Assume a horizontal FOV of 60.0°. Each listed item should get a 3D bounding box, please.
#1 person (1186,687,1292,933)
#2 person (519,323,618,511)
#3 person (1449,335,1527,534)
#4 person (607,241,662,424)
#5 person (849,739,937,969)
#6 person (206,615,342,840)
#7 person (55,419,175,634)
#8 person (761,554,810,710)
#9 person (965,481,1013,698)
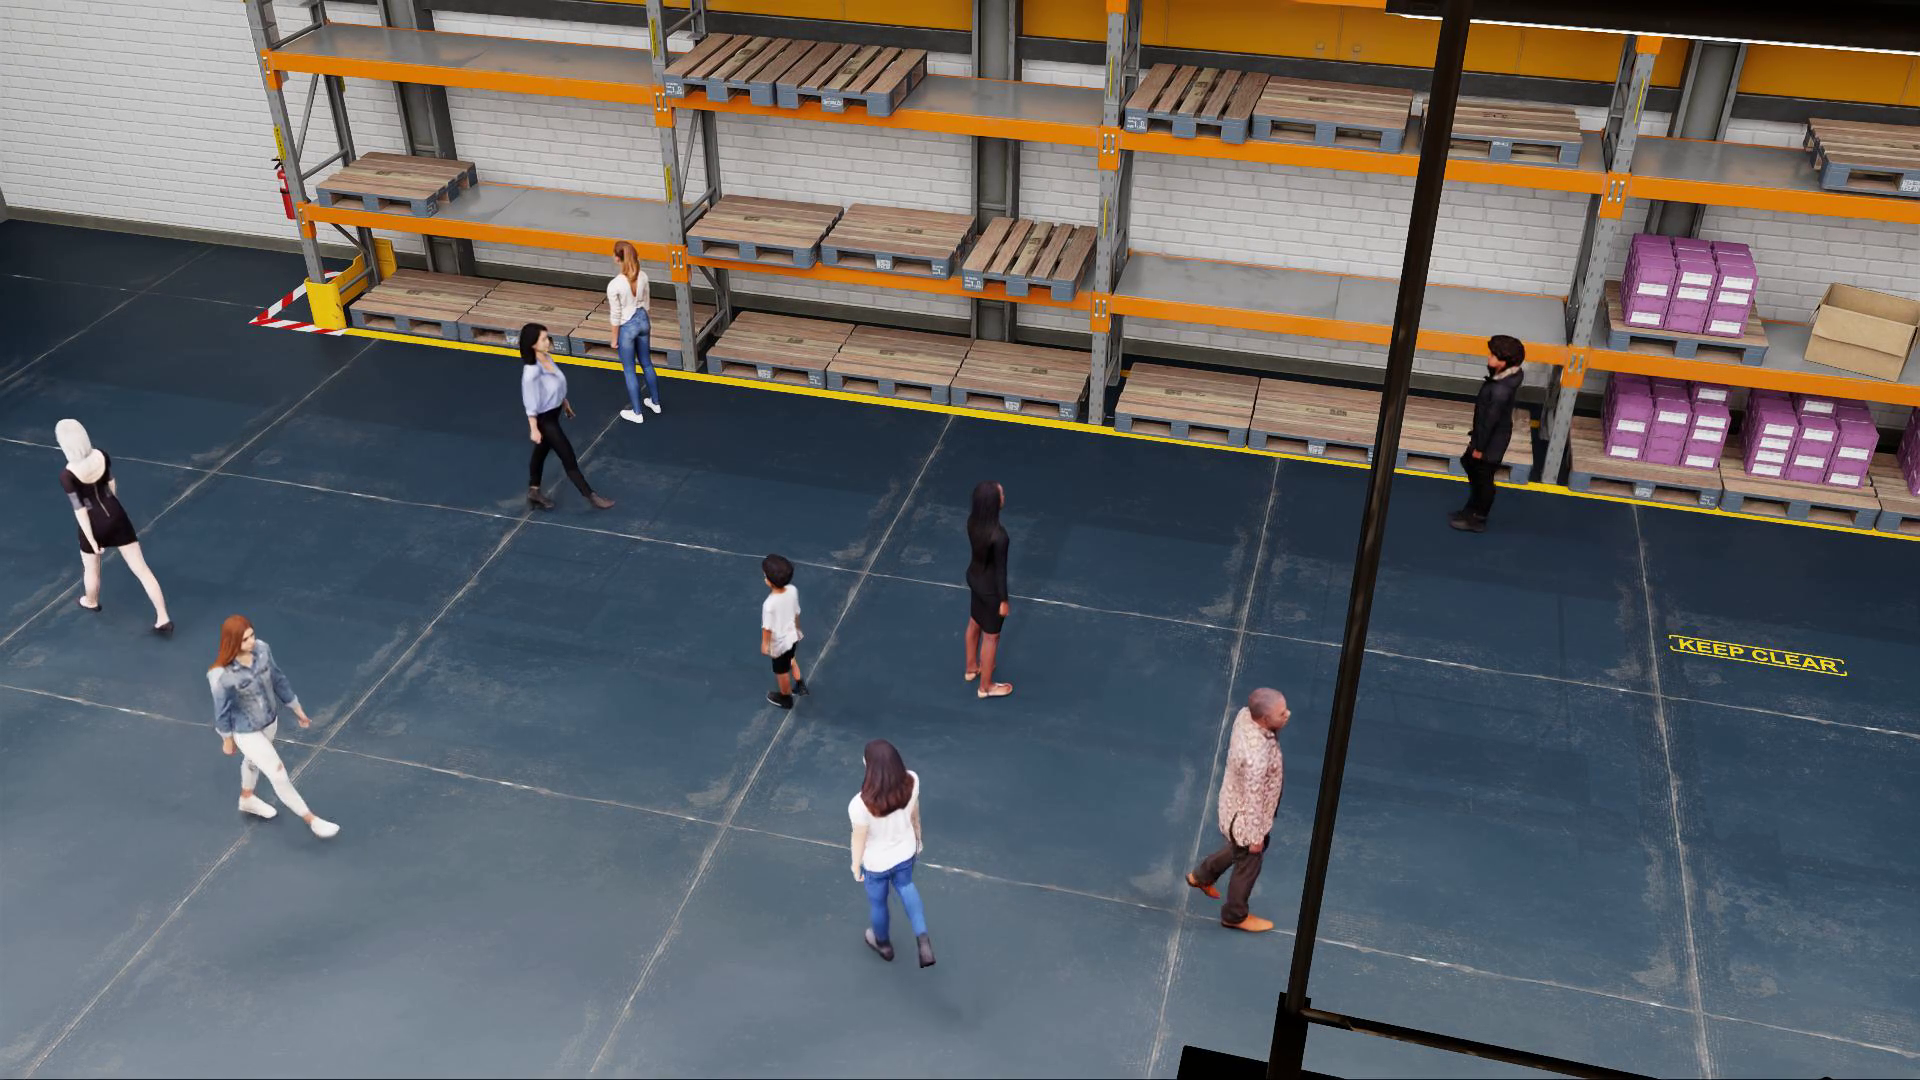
[{"bbox_3d":[1.597,1.565,9.702,0.826,1.789,0.771,3,34,4],"label":"person"},{"bbox_3d":[-3.461,-0.972,13.589,1.080,1.712,0.786,3,34,4],"label":"person"},{"bbox_3d":[4.324,-0.822,13.309,0.560,1.771,0.632,10,35,15],"label":"person"},{"bbox_3d":[-2.942,-1.879,14.946,0.665,1.720,0.687,24,41,32],"label":"person"},{"bbox_3d":[-0.354,1.842,9.390,0.897,1.674,0.967,-19,38,-27],"label":"person"},{"bbox_3d":[-4.502,1.155,10.442,1.122,1.652,0.694,12,35,17],"label":"person"},{"bbox_3d":[-6.158,-0.054,12.145,1.215,1.781,0.780,17,37,23],"label":"person"},{"bbox_3d":[-1.192,0.668,11.539,0.590,1.250,0.549,19,38,26],"label":"person"},{"bbox_3d":[0.195,0.333,11.617,0.695,1.722,0.668,-13,36,-18],"label":"person"}]
